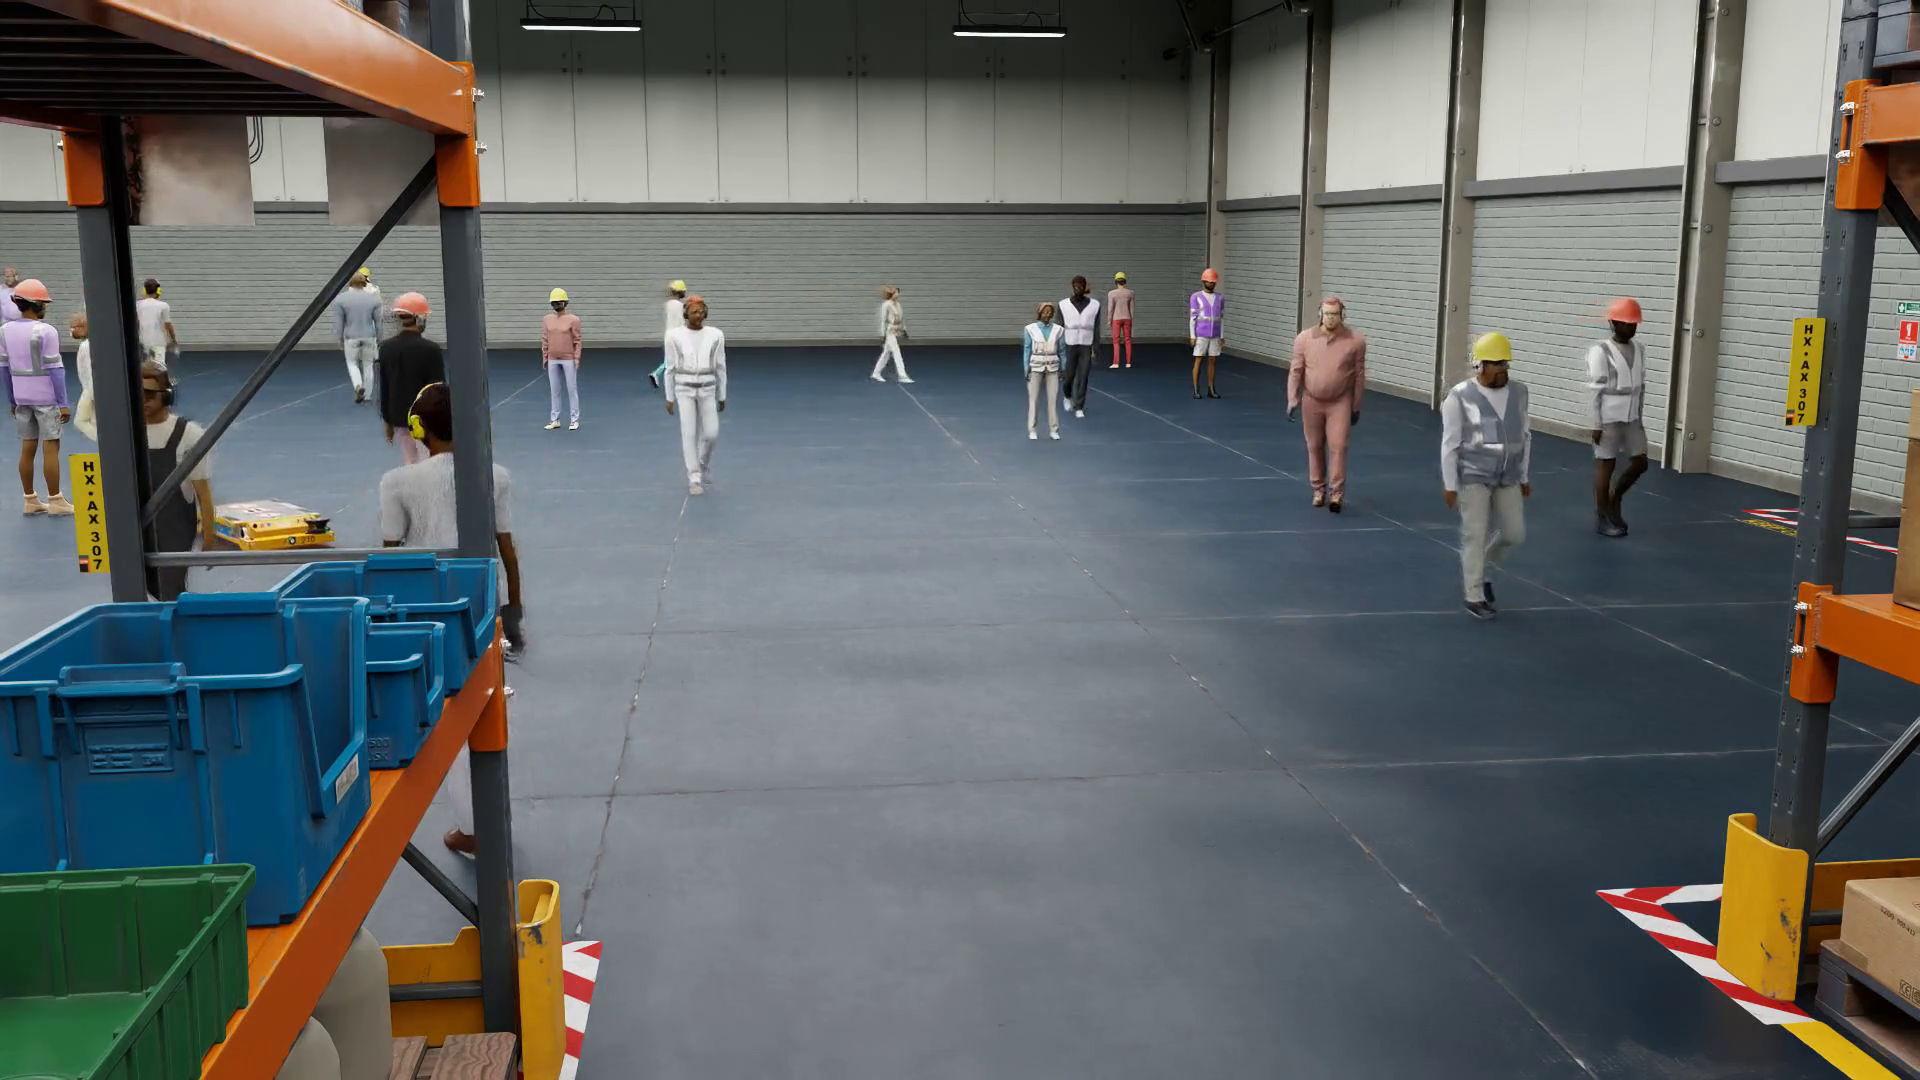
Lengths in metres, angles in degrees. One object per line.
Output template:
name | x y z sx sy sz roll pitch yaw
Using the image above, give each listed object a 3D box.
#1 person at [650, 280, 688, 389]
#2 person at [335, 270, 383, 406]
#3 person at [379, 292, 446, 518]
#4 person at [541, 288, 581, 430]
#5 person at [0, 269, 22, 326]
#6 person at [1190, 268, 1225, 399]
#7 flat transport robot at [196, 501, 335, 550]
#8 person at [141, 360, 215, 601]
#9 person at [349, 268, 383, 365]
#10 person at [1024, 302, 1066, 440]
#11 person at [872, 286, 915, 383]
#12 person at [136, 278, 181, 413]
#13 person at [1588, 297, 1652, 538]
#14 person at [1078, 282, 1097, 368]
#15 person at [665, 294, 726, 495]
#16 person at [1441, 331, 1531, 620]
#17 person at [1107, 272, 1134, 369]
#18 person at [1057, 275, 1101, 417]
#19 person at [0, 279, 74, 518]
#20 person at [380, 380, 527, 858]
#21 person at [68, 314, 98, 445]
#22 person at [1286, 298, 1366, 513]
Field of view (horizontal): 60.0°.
person | -4.441 -3.127 25.632 0.581 1.753 0.535 -6 12 -31
person | -8.513 -2.855 23.626 0.647 1.927 0.508 -5 11 -25
person | -4.324 -0.951 13.060 0.635 1.976 0.758 5 11 24
person | -4.983 -2.255 20.790 0.522 1.769 0.311 2 11 12
person | -16.545 -3.817 29.126 0.660 1.864 0.997 -2 11 -12
person | 3.689 -3.053 24.730 0.554 1.936 0.381 -3 11 -16
flat transport robot | -5.589 -0.135 13.270 0.652 0.197 1.431 -9 14 -40
person | -4.071 -0.028 8.509 0.529 1.805 0.965 1 10 3
person | -11.204 -4.219 31.397 0.600 1.821 0.404 -3 11 -15
person | 1.007 -2.005 19.783 0.519 1.638 0.325 -2 10 -9
person | -1.131 -3.396 27.525 0.855 1.598 0.525 5 11 25
person | -10.906 -2.633 22.646 0.514 1.849 0.578 2 10 10
person | 5.276 -0.971 13.313 0.583 1.924 0.399 -4 11 -21
person | 2.219 -3.896 30.166 0.516 1.617 0.421 -3 11 -15
person | -2.493 -1.370 15.658 0.589 1.874 0.487 -3 11 -17
person | 3.329 -0.407 10.509 0.624 1.819 0.424 -2 11 -13
person | 2.935 -4.011 30.422 0.526 1.765 0.329 -3 11 -16
person | 1.586 -2.605 22.360 0.595 1.899 0.558 0 10 -2
person | -7.917 -1.212 14.316 0.616 2.040 0.382 3 11 17
person | -2.035 0.305 6.527 0.536 1.847 0.639 -8 13 -38
person | -8.965 -1.515 17.137 0.339 1.618 0.497 -3 11 -15
person | 3.193 -1.171 14.575 0.649 1.866 0.963 3 11 18
